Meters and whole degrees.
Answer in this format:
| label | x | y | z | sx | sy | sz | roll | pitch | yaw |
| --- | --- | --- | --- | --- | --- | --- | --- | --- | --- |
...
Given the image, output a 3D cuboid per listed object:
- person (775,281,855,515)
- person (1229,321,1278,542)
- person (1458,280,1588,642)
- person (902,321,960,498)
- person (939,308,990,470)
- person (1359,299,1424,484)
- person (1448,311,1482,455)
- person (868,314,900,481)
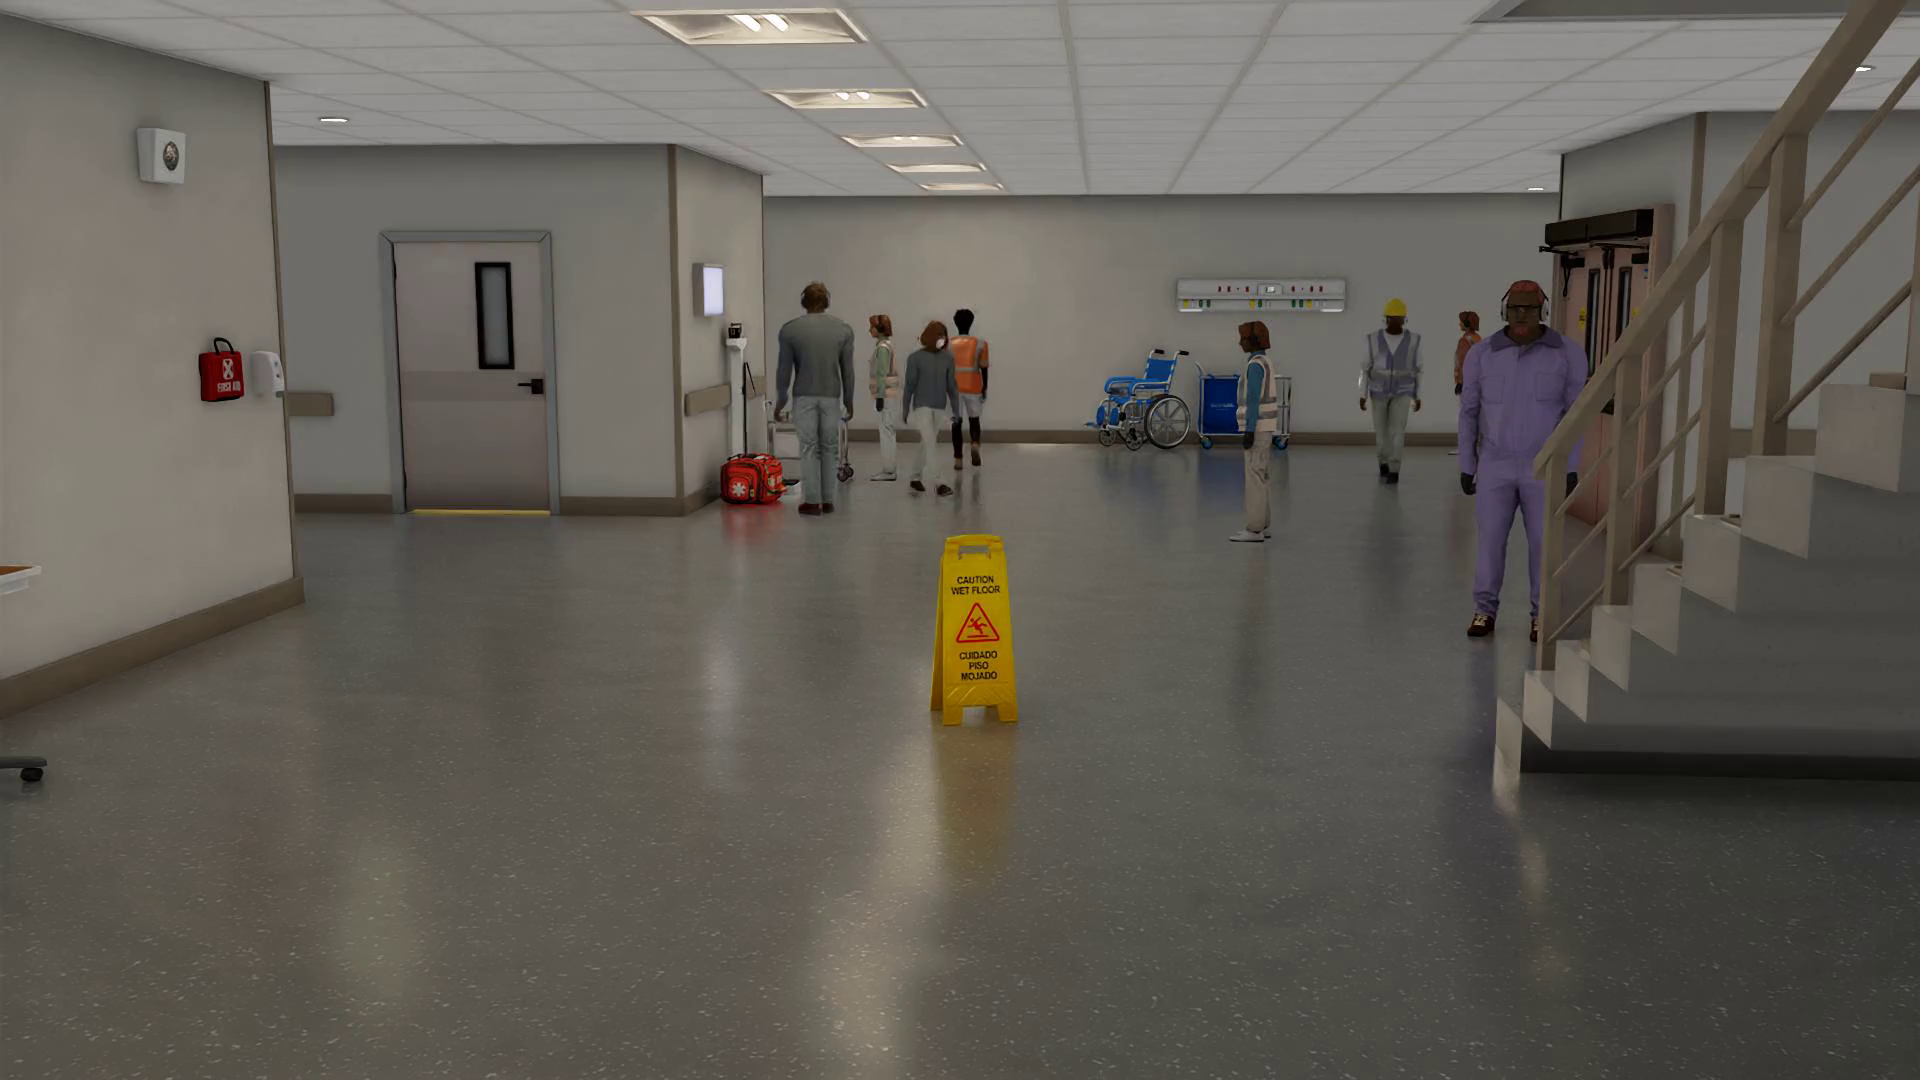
| label | x | y | z | sx | sy | sz | roll | pitch | yaw |
| --- | --- | --- | --- | --- | --- | --- | --- | --- | --- |
| person | -1.197 | -1.171 | 13.791 | 0.652 | 1.937 | 0.398 | -2 | 9 | -15 |
| person | 2.187 | -0.802 | 12.303 | 0.321 | 1.631 | 0.522 | 2 | 9 | 16 |
| person | 2.938 | -0.409 | 8.750 | 0.637 | 1.900 | 0.397 | 4 | 9 | 23 |
| person | -0.246 | -1.190 | 15.090 | 0.510 | 1.572 | 0.869 | -6 | 10 | -34 |
| person | 0.034 | -1.557 | 17.265 | 0.536 | 1.685 | 0.382 | -1 | 8 | -6 |
| person | 4.232 | -1.471 | 16.331 | 0.602 | 1.789 | 0.947 | 3 | 9 | 17 |
| person | 5.773 | -1.780 | 18.919 | 0.309 | 1.641 | 0.514 | 6 | 10 | 33 |
| person | -0.749 | -1.397 | 16.353 | 0.313 | 1.632 | 0.518 | 0 | 8 | 0 |
